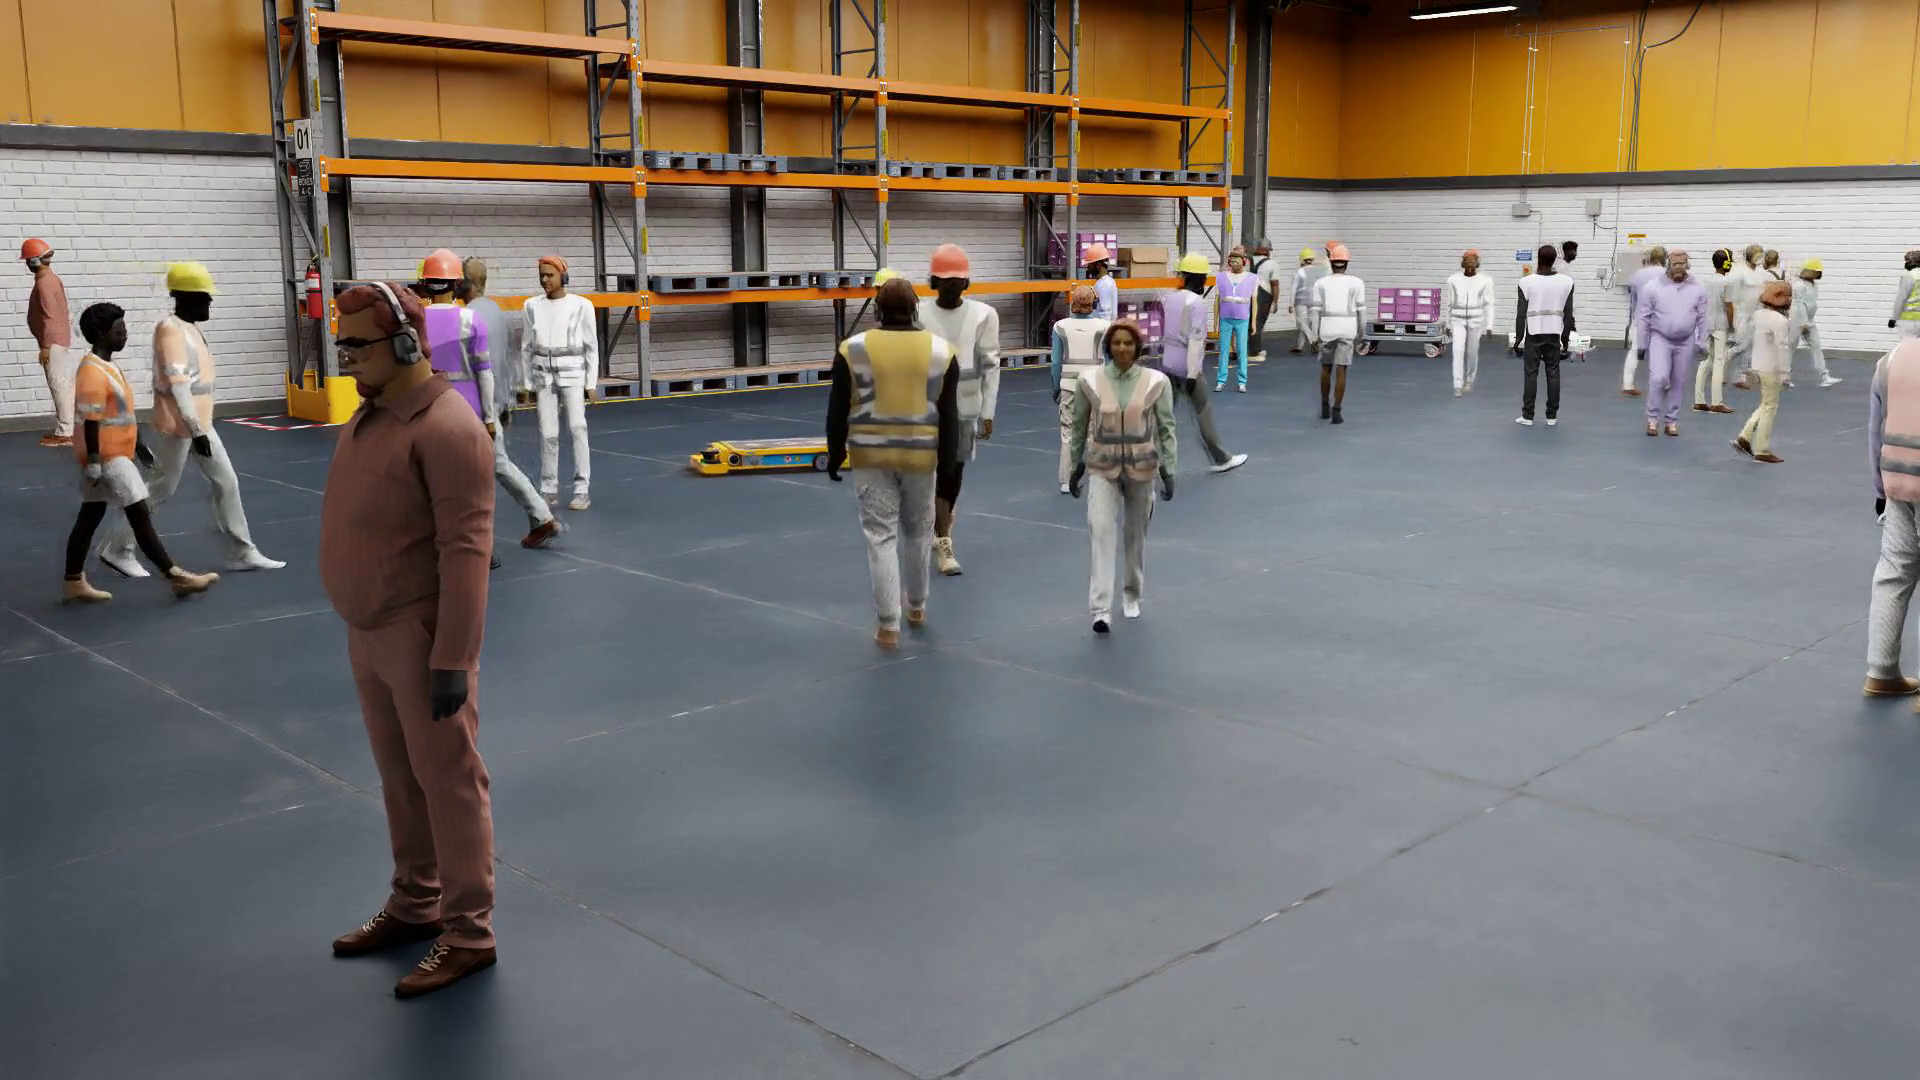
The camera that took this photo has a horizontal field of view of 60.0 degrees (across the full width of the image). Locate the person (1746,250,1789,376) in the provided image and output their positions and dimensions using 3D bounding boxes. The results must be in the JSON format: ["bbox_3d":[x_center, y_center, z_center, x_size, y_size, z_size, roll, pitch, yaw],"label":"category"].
[{"bbox_3d":[11.371,-3.187,23.549,0.523,1.808,0.866,-5,11,-24],"label":"person"}]

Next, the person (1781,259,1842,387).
[{"bbox_3d":[11.300,-2.868,22.104,0.497,1.700,0.852,-6,12,-28],"label":"person"}]

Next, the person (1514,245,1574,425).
[{"bbox_3d":[6.234,-2.184,17.781,0.594,1.921,0.388,1,10,3],"label":"person"}]

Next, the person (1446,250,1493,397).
[{"bbox_3d":[6.463,-2.756,21.124,0.583,1.852,0.931,4,11,19],"label":"person"}]

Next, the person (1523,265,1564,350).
[{"bbox_3d":[10.263,-4.045,28.856,0.820,1.583,0.565,7,13,35],"label":"person"}]

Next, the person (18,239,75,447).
[{"bbox_3d":[-8.776,-1.894,16.022,0.391,1.987,0.608,-4,11,-20],"label":"person"}]

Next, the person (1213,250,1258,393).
[{"bbox_3d":[3.554,-2.822,21.484,0.561,1.838,0.390,3,11,15],"label":"person"}]

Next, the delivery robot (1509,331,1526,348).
[{"bbox_3d":[9.390,-3.297,27.322,0.477,0.478,0.707,-8,13,-39],"label":"delivery robot"}]

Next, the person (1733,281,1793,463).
[{"bbox_3d":[7.204,-1.484,14.760,0.341,1.621,0.532,0,10,2],"label":"person"}]

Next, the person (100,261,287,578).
[{"bbox_3d":[-4.642,-0.704,9.857,0.996,1.884,0.594,-1,10,-7],"label":"person"}]

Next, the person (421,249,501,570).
[{"bbox_3d":[-3.049,-0.758,9.954,0.543,1.939,0.362,0,10,-2],"label":"person"}]

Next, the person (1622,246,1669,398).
[{"bbox_3d":[8.681,-2.720,20.803,1.007,1.883,0.653,-6,12,-30],"label":"person"}]

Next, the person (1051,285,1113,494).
[{"bbox_3d":[0.964,-1.163,12.980,0.523,1.639,0.306,3,11,16],"label":"person"}]

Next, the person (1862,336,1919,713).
[{"bbox_3d":[4.174,-0.183,7.092,0.429,1.839,0.634,-3,11,-15],"label":"person"}]

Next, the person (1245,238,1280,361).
[{"bbox_3d":[4.872,-3.932,26.983,0.699,2.000,0.857,10,14,43],"label":"person"}]

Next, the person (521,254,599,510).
[{"bbox_3d":[-2.957,-1.158,12.287,0.584,1.882,0.337,2,11,11],"label":"person"}]

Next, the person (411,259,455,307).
[{"bbox_3d":[-4.576,-1.550,14.621,0.418,1.818,0.599,-4,11,-19],"label":"person"}]

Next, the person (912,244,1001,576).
[{"bbox_3d":[-0.078,-0.833,10.298,0.601,1.987,1.090,-2,11,-11],"label":"person"}]

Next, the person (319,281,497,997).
[{"bbox_3d":[-1.503,0.262,4.498,0.409,1.903,0.639,-10,14,-42],"label":"person"}]

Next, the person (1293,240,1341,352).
[{"bbox_3d":[6.235,-4.217,28.823,0.739,1.943,0.630,-1,10,-8],"label":"person"}]

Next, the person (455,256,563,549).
[{"bbox_3d":[-3.038,-0.876,10.720,0.991,1.903,0.642,1,10,4],"label":"person"}]

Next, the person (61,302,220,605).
[{"bbox_3d":[-4.561,-0.465,9.101,0.854,1.648,0.549,-4,11,-20],"label":"person"}]

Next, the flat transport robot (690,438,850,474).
[{"bbox_3d":[-1.579,-0.744,14.430,1.431,0.197,0.652,-3,11,-18],"label":"flat transport robot"}]

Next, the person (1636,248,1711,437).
[{"bbox_3d":[7.175,-1.969,16.705,0.660,1.885,0.599,1,10,7],"label":"person"}]

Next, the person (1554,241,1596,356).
[{"bbox_3d":[10.170,-4.040,27.898,0.984,1.910,0.616,6,12,32],"label":"person"}]

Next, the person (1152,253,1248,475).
[{"bbox_3d":[1.944,-1.473,14.034,1.006,1.869,0.592,-5,12,-25],"label":"person"}]

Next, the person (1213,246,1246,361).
[{"bbox_3d":[4.473,-3.853,27.096,0.677,1.836,1.042,4,11,21],"label":"person"}]

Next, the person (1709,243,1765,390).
[{"bbox_3d":[10.240,-2.918,21.789,0.665,1.918,0.488,-7,12,-33],"label":"person"}]

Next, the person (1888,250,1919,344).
[{"bbox_3d":[12.942,-3.021,22.629,0.629,1.824,0.442,-7,13,-34],"label":"person"}]

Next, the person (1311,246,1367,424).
[{"bbox_3d":[4.143,-2.239,18.149,0.571,1.900,0.887,4,11,22],"label":"person"}]

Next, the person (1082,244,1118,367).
[{"bbox_3d":[1.428,-2.052,17.045,0.380,1.927,0.542,2,11,9],"label":"person"}]

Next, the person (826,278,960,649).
[{"bbox_3d":[-0.355,-0.401,8.376,0.632,1.810,0.810,-2,11,-11],"label":"person"}]

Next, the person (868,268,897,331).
[{"bbox_3d":[-0.678,-1.688,15.672,0.896,1.723,0.541,-5,12,-26],"label":"person"}]

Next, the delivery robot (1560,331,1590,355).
[{"bbox_3d":[9.745,-3.181,26.689,0.477,0.478,0.707,-6,12,-30],"label":"delivery robot"}]

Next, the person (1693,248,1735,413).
[{"bbox_3d":[8.652,-2.385,19.016,0.328,1.873,0.518,-4,11,-22],"label":"person"}]

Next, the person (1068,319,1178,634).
[{"bbox_3d":[0.835,-0.327,8.534,0.558,1.592,0.857,1,10,5],"label":"person"}]

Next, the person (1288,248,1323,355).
[{"bbox_3d":[5.862,-4.016,28.088,0.596,1.807,0.825,-6,12,-30],"label":"person"}]
